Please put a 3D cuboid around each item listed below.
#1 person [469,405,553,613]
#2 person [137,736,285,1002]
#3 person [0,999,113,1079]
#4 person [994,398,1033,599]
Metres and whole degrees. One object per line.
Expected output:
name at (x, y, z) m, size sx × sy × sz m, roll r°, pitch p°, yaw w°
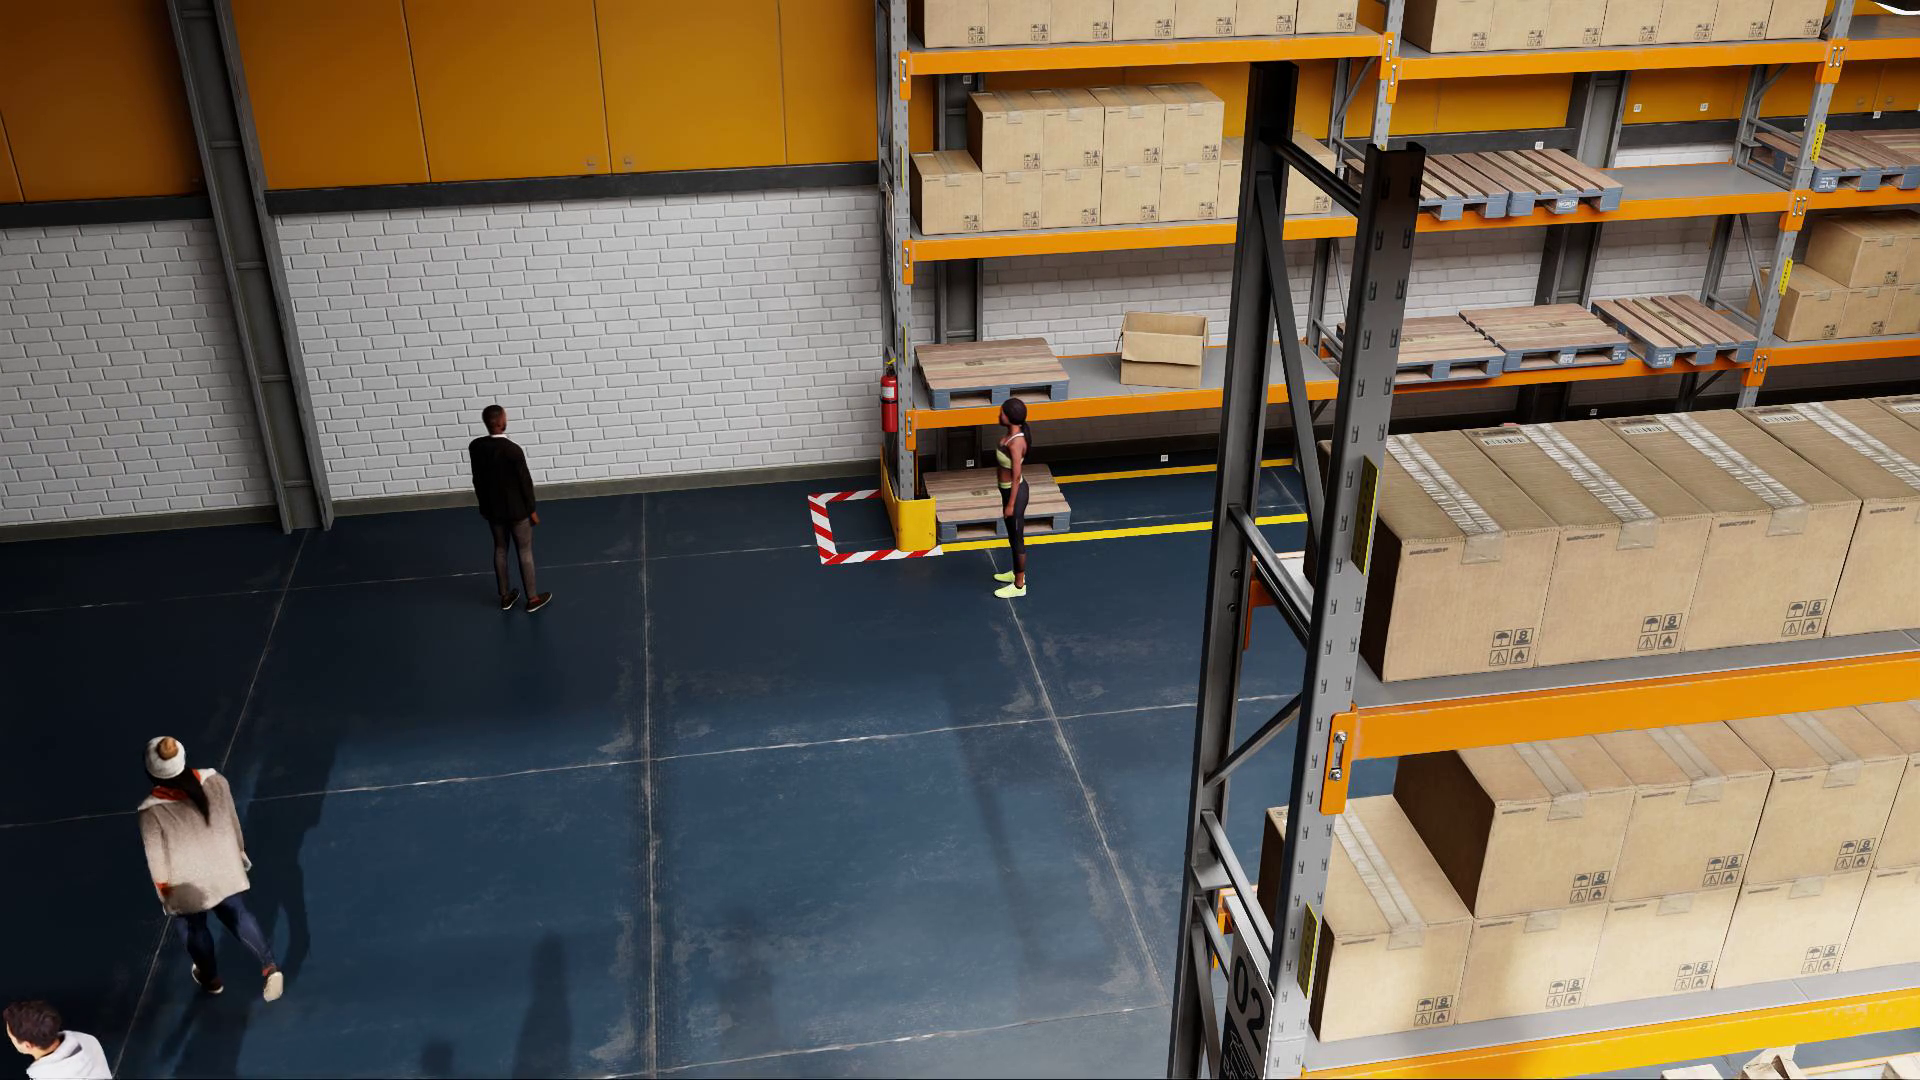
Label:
person at (-3.659, -0.253, 13.447) m, size 0.660 × 1.802 × 0.800 m, roll 8°, pitch 30°, yaw 14°
person at (-4.279, 1.895, 9.439) m, size 1.107 × 1.871 × 1.072 m, roll 21°, pitch 35°, yaw 33°
person at (-3.887, 2.876, 7.636) m, size 1.196 × 1.875 × 0.778 m, roll -2°, pitch 29°, yaw -3°
person at (0.455, -0.359, 13.691) m, size 0.566 × 1.755 × 0.596 m, roll 0°, pitch 29°, yaw 1°
